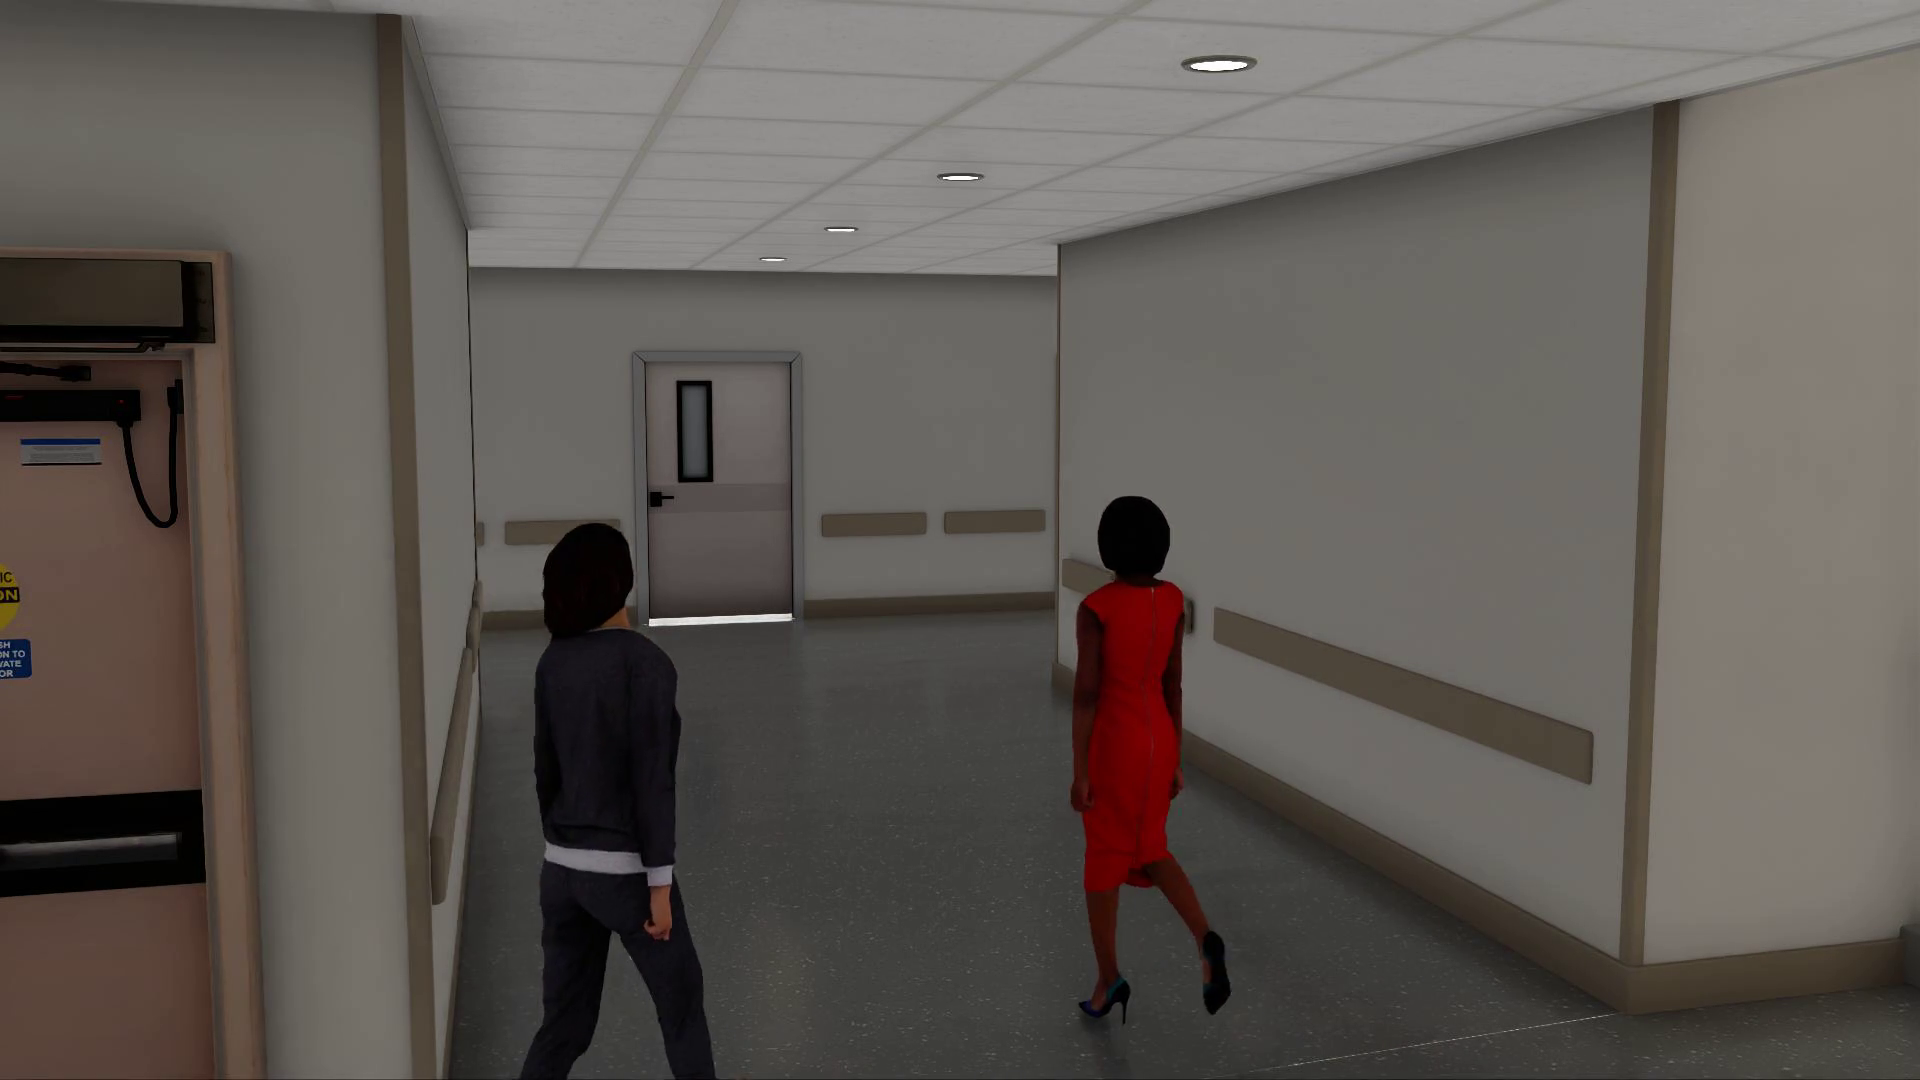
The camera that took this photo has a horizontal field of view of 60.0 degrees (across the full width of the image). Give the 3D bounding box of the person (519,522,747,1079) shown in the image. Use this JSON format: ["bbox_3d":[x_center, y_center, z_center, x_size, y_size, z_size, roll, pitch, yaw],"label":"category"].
[{"bbox_3d":[-0.936,0.864,4.110,1.116,1.713,1.164,3,7,30],"label":"person"}]

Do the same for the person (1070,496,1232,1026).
[{"bbox_3d":[0.589,0.739,5.278,0.888,1.728,0.801,-4,7,-34],"label":"person"}]
